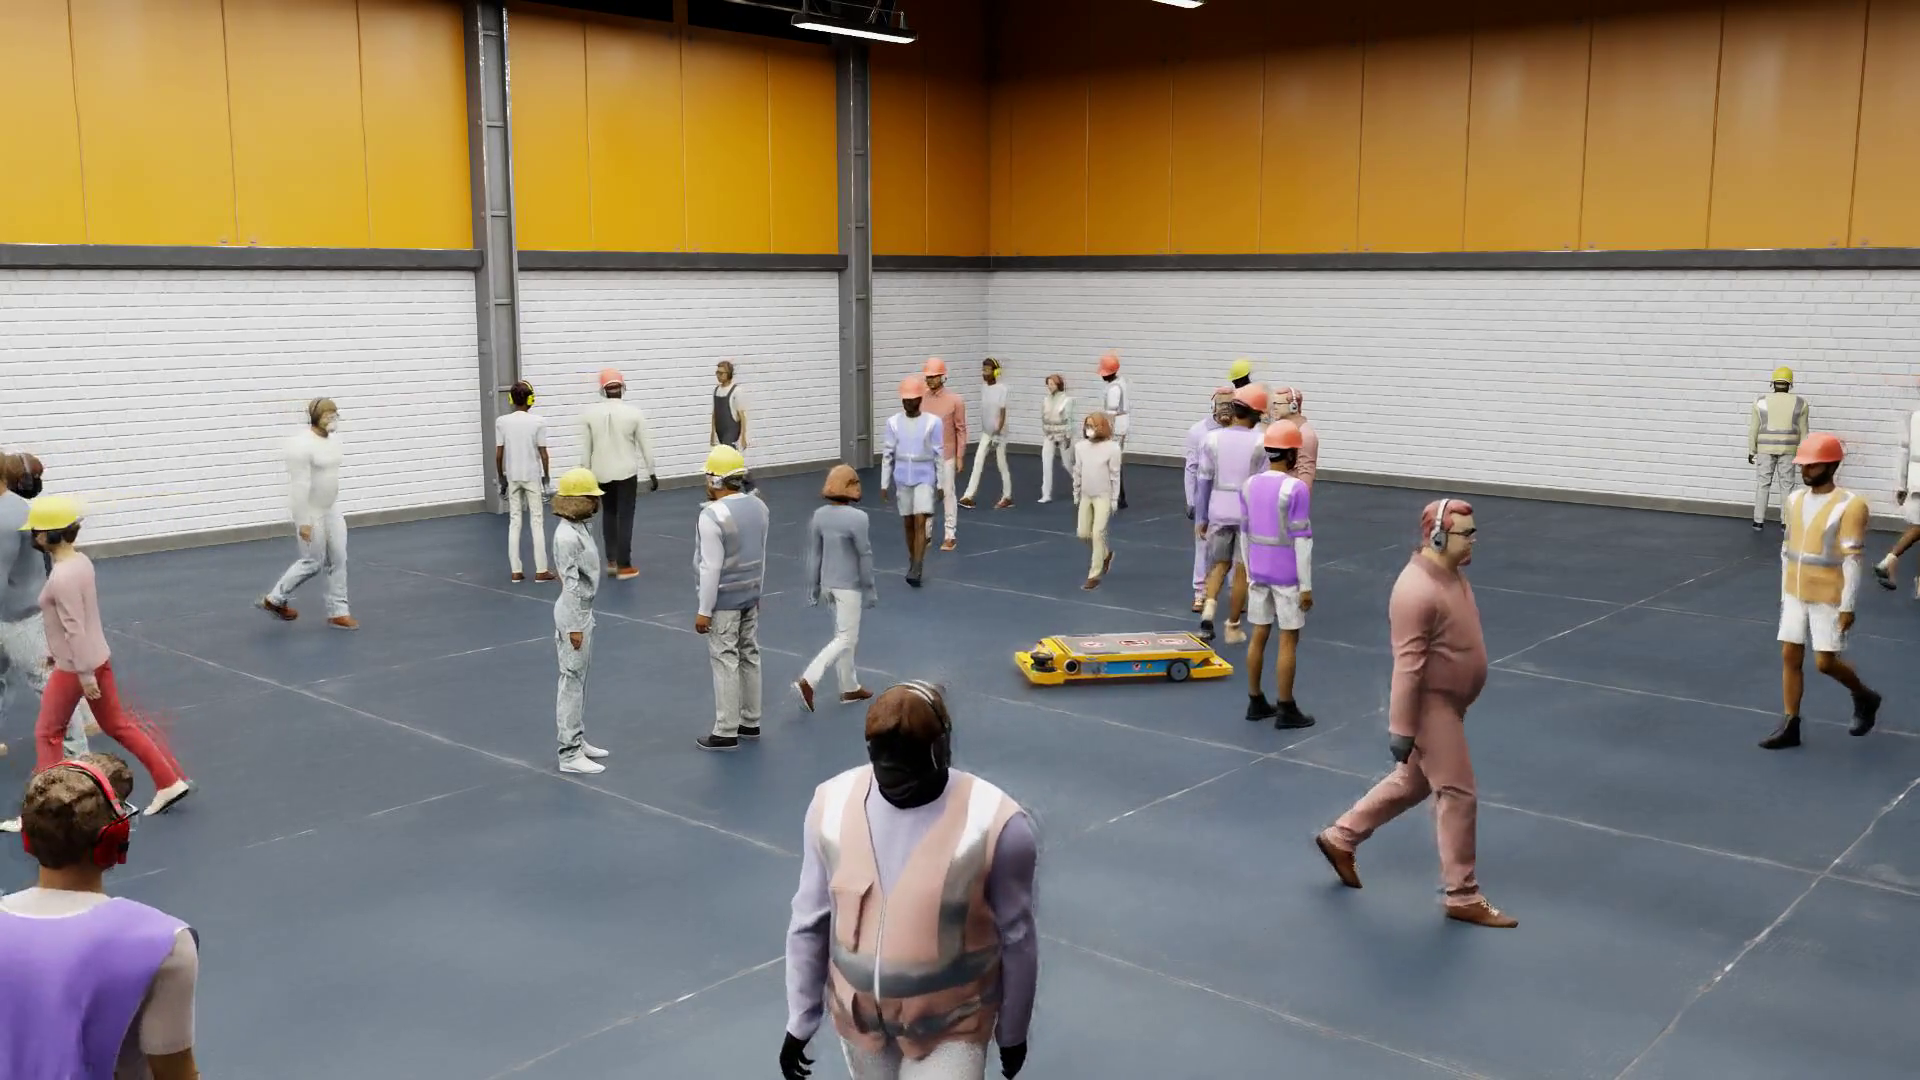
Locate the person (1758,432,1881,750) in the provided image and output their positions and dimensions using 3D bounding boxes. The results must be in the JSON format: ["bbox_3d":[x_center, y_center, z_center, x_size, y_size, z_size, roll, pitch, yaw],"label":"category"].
[{"bbox_3d":[5.171,0.306,9.922,0.681,1.922,0.547,-3,10,-20],"label":"person"}]

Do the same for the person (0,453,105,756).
[{"bbox_3d":[-5.569,0.377,9.879,0.633,1.801,0.956,4,10,22],"label":"person"}]

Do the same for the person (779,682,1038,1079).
[{"bbox_3d":[-0.168,1.265,4.227,0.623,1.810,0.832,4,10,24],"label":"person"}]

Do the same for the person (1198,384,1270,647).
[{"bbox_3d":[2.113,-0.174,12.652,0.616,2.016,0.539,5,10,29],"label":"person"}]

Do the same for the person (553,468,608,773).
[{"bbox_3d":[-2.174,0.452,9.549,0.316,1.742,0.492,-1,9,-6],"label":"person"}]

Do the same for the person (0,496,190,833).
[{"bbox_3d":[-4.471,0.621,8.543,0.869,1.730,0.525,-2,9,-13],"label":"person"}]

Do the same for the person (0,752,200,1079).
[{"bbox_3d":[-1.891,1.369,3.548,0.571,1.824,0.715,1,9,5],"label":"person"}]

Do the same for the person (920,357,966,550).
[{"bbox_3d":[-0.245,-0.884,17.153,0.623,1.992,0.395,4,10,23],"label":"person"}]

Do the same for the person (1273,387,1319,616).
[{"bbox_3d":[2.720,-0.325,13.921,0.407,1.908,0.641,-2,9,-15],"label":"person"}]

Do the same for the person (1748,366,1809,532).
[{"bbox_3d":[9.048,-1.003,18.408,0.600,1.831,0.404,4,10,23],"label":"person"}]

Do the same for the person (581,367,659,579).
[{"bbox_3d":[-3.174,-0.625,15.600,0.676,1.977,0.524,2,9,10],"label":"person"}]

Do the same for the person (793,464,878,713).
[{"bbox_3d":[-0.824,0.315,10.801,0.701,1.613,0.492,-8,12,-42],"label":"person"}]

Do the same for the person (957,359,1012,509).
[{"bbox_3d":[0.319,-1.258,20.027,0.510,1.828,0.948,9,13,44],"label":"person"}]

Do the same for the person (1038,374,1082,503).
[{"bbox_3d":[1.269,-1.288,20.875,0.509,1.614,0.728,6,11,34],"label":"person"}]

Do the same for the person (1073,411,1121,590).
[{"bbox_3d":[1.270,-0.375,15.139,0.507,1.615,0.539,8,12,39],"label":"person"}]

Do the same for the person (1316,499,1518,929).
[{"bbox_3d":[2.039,0.733,7.406,0.898,1.878,0.652,5,10,28],"label":"person"}]

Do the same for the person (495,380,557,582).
[{"bbox_3d":[-4.021,-0.535,15.356,0.516,1.871,0.326,1,9,6],"label":"person"}]

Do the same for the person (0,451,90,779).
[{"bbox_3d":[-5.362,0.434,9.181,0.975,1.892,0.657,-6,11,-32],"label":"person"}]

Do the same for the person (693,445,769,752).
[{"bbox_3d":[-1.387,0.344,9.948,0.404,1.832,0.597,5,10,27],"label":"person"}]

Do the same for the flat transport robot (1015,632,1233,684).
[{"bbox_3d":[1.155,0.826,11.813,1.431,0.197,0.652,-1,9,-9],"label":"flat transport robot"}]

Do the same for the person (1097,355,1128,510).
[{"bbox_3d":[1.864,-1.311,20.223,0.367,1.883,0.661,2,9,12],"label":"person"}]

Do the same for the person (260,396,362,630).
[{"bbox_3d":[-5.204,-0.211,13.240,0.751,1.902,0.638,3,9,16],"label":"person"}]

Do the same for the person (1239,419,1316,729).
[{"bbox_3d":[2.007,0.211,10.459,0.368,1.938,0.549,-7,11,-37],"label":"person"}]

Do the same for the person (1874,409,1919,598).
[{"bbox_3d":[8.429,-0.474,14.501,0.568,2.025,0.613,-2,9,-14],"label":"person"}]

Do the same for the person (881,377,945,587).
[{"bbox_3d":[-0.462,-0.524,15.195,0.562,1.895,0.904,2,9,15],"label":"person"}]

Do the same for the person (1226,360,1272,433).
[{"bbox_3d":[3.314,-1.120,19.045,0.678,1.881,0.388,-5,10,-29],"label":"person"}]

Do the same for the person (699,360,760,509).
[{"bbox_3d":[-2.821,-1.307,20.399,0.517,1.807,0.958,9,12,43],"label":"person"}]

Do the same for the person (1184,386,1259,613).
[{"bbox_3d":[2.208,-0.335,13.982,0.642,1.909,0.409,1,9,4],"label":"person"}]
